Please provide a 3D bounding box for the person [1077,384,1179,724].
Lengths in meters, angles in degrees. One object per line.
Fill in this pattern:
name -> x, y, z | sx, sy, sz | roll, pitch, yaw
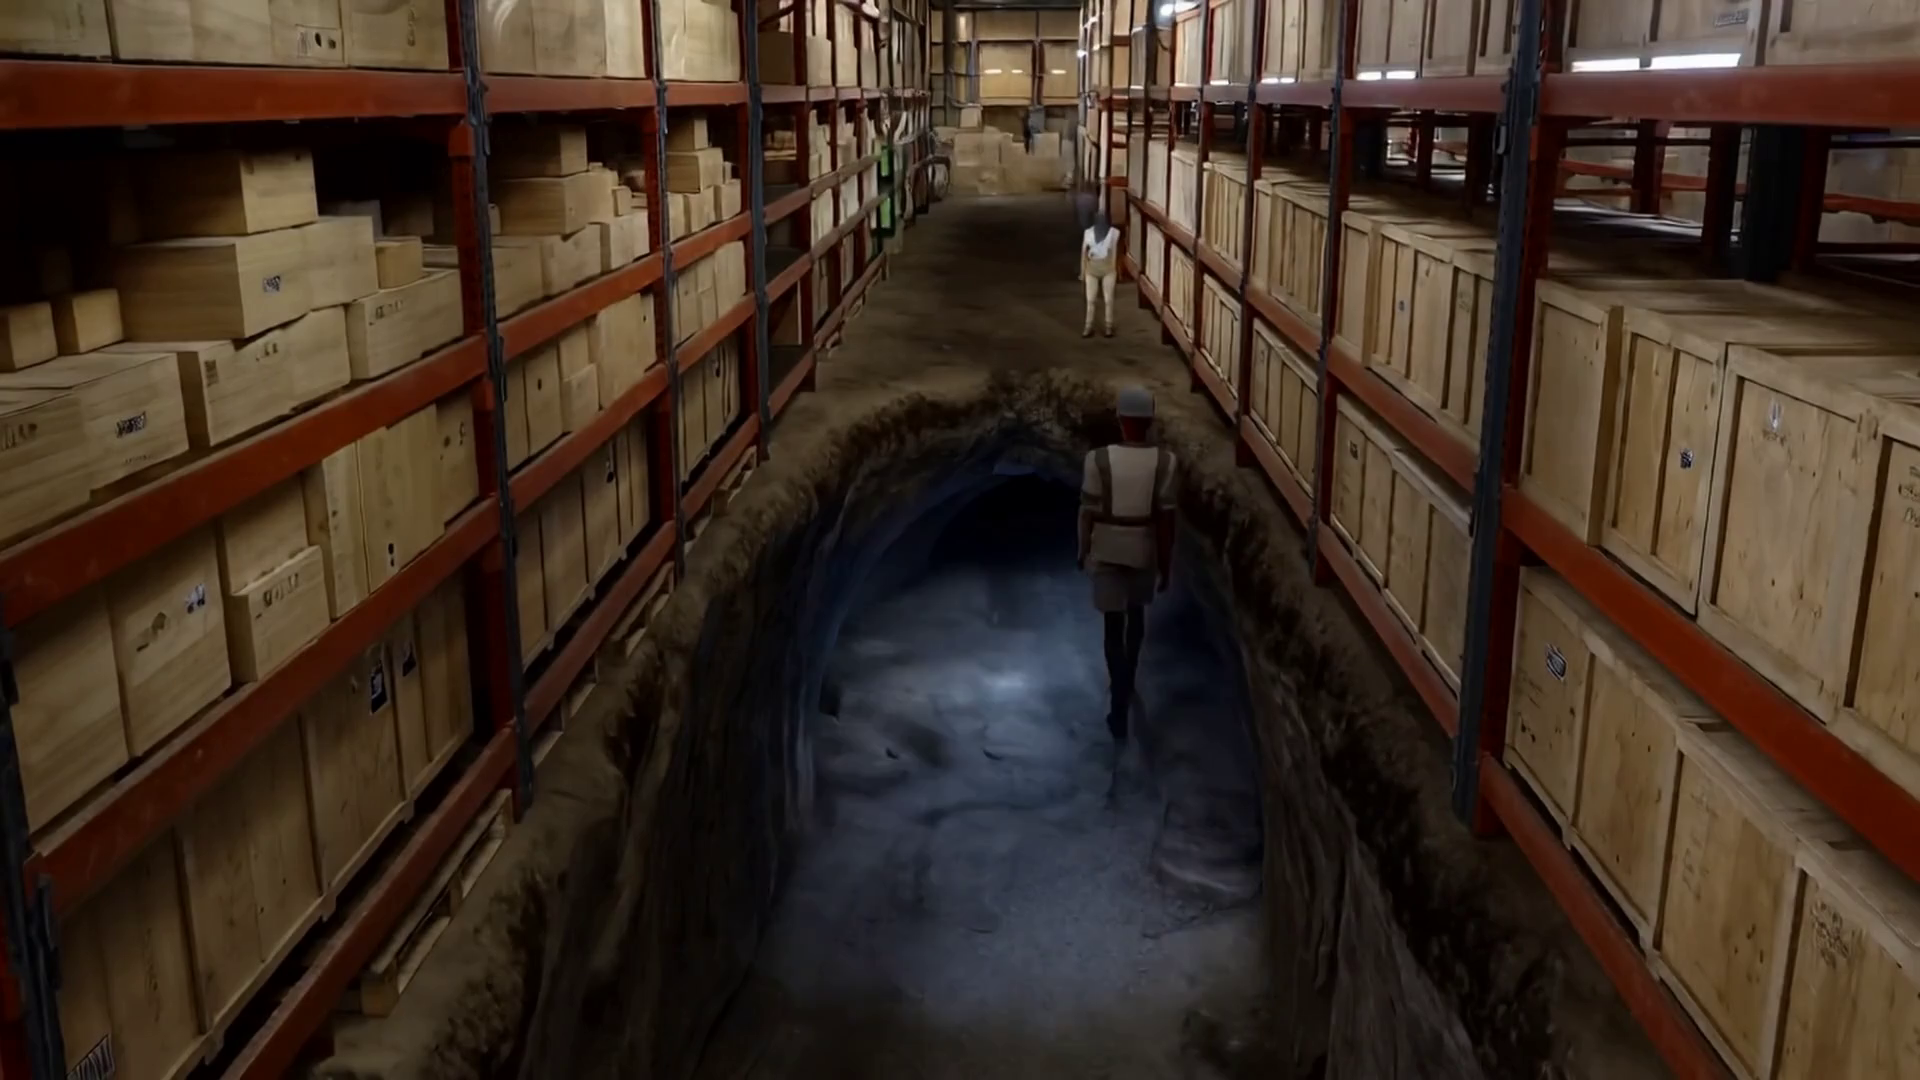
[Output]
person -> 0.952, 0.061, 9.443 | 0.544, 1.896, 0.985 | -1, 15, -3

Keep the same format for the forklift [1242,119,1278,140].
forklift -> 7.616, -9.410, 42.804 | 1.129, 2.768, 1.873 | -5, 16, -19

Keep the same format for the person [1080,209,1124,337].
person -> 2.042, -3.878, 24.196 | 0.633, 1.839, 0.429 | 5, 16, 19

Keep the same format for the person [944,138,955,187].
person -> -0.424, -14.277, 62.918 | 0.467, 1.823, 0.648 | -7, 16, -23

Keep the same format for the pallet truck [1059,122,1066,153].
pallet truck -> 5.788, -21.111, 88.014 | 1.885, 1.965, 0.823 | 5, 16, 18

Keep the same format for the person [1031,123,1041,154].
person -> 4.025, -20.979, 87.680 | 0.587, 1.922, 0.390 | 10, 18, 32

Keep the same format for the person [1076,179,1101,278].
person -> 2.506, -5.959, 31.858 | 0.631, 1.877, 0.683 | -12, 19, -38
